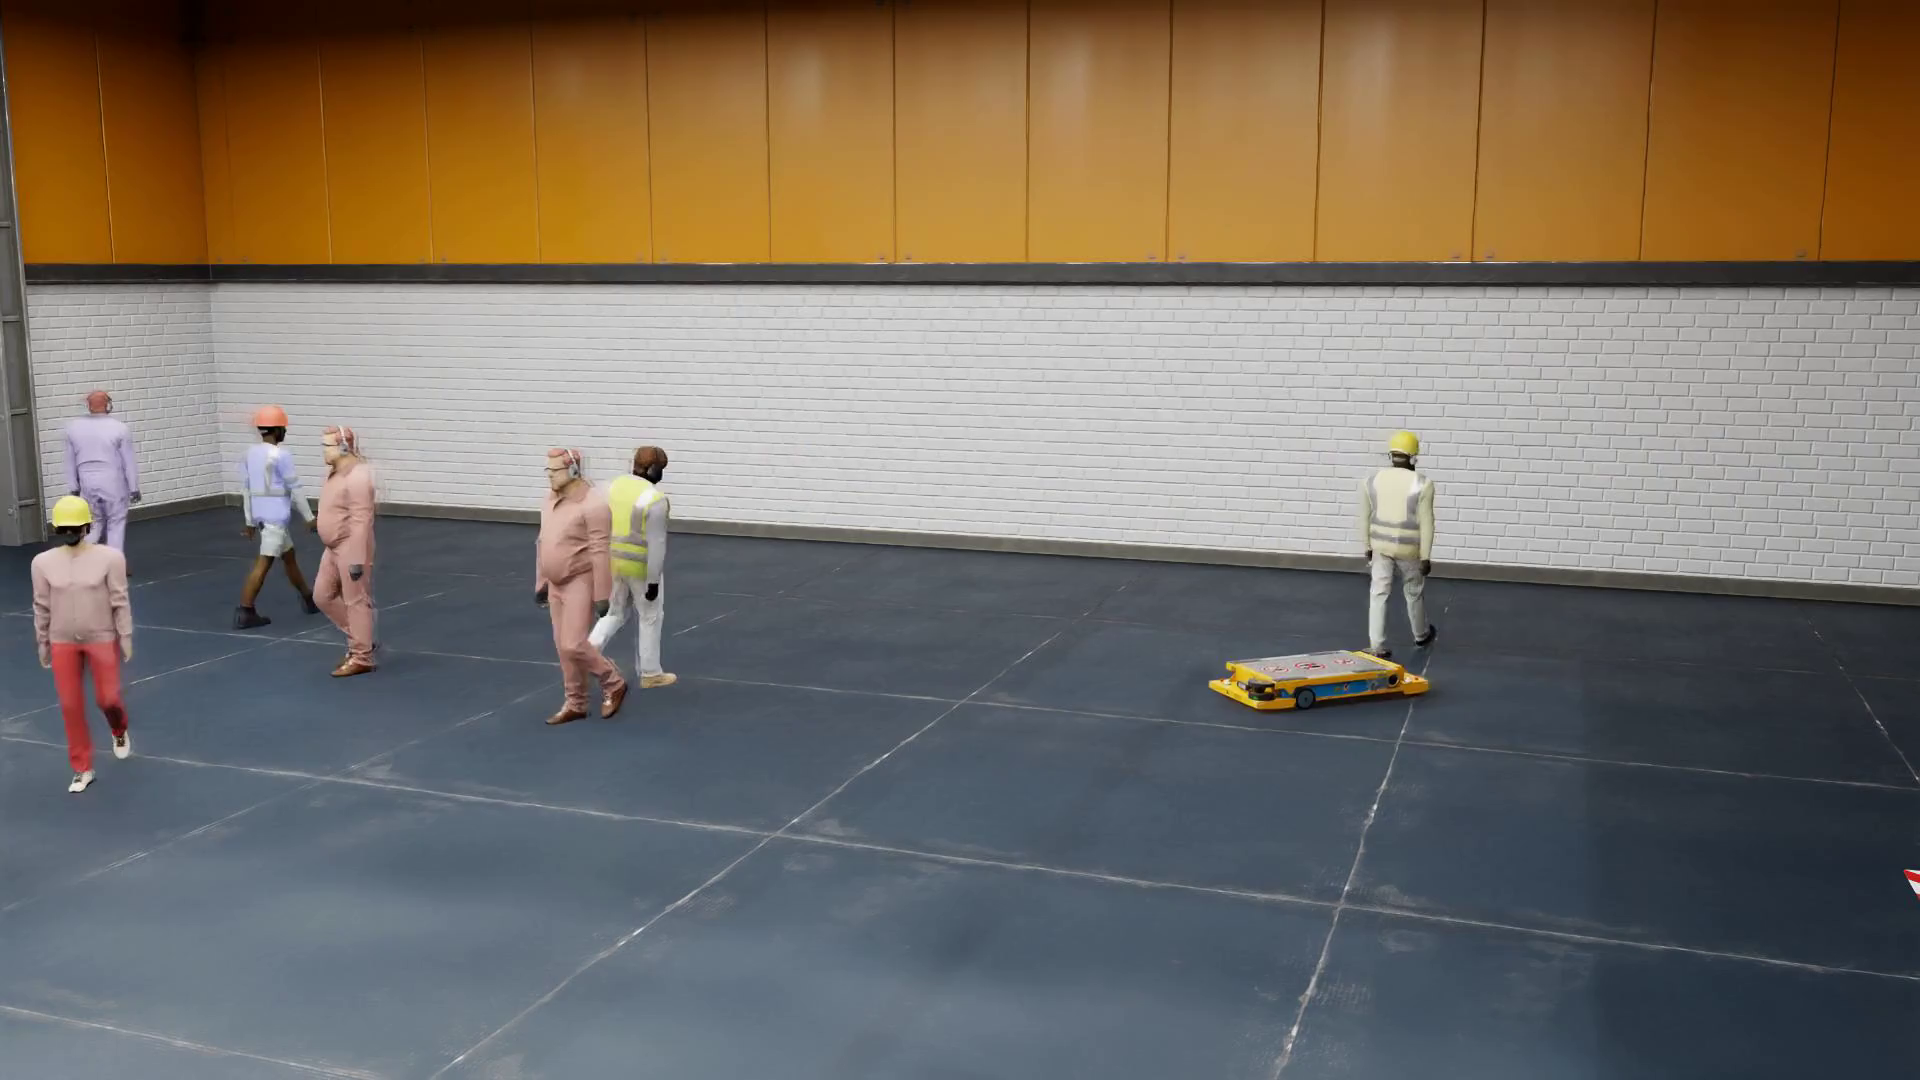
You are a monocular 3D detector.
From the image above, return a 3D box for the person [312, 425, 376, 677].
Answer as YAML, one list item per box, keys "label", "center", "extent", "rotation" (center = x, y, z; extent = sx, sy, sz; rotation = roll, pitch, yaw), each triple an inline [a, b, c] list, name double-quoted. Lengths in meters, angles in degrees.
- label: "person"
  center: [-4.615, 0.086, 12.469]
  extent: [0.431, 1.894, 0.670]
  rotation: [-7, 12, -38]

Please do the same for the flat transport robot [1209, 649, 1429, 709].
- label: "flat transport robot"
  center: [2.572, 0.986, 11.924]
  extent: [1.431, 0.197, 0.652]
  rotation: [-4, 10, -22]

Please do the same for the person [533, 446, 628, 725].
- label: "person"
  center: [-2.576, 0.309, 11.128]
  extent: [0.457, 1.893, 0.642]
  rotation: [-9, 13, -43]

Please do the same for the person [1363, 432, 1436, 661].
- label: "person"
  center: [3.481, 0.041, 13.082]
  extent: [0.625, 1.785, 0.902]
  rotation: [7, 11, 36]

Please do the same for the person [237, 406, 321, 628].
- label: "person"
  center: [-5.895, -0.214, 14.397]
  extent: [0.545, 1.881, 1.012]
  rotation: [7, 12, 38]

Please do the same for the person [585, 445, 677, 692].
- label: "person"
  center: [-2.405, 0.223, 11.917]
  extent: [0.690, 1.809, 0.778]
  rotation: [7, 12, 39]

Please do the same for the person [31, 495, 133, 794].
- label: "person"
  center: [-5.177, 0.580, 9.856]
  extent: [0.536, 1.742, 0.559]
  rotation: [-2, 9, -14]

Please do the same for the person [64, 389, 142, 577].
- label: "person"
  center: [-8.403, -0.535, 16.337]
  extent: [0.656, 1.891, 0.448]
  rotation: [0, 9, 2]
